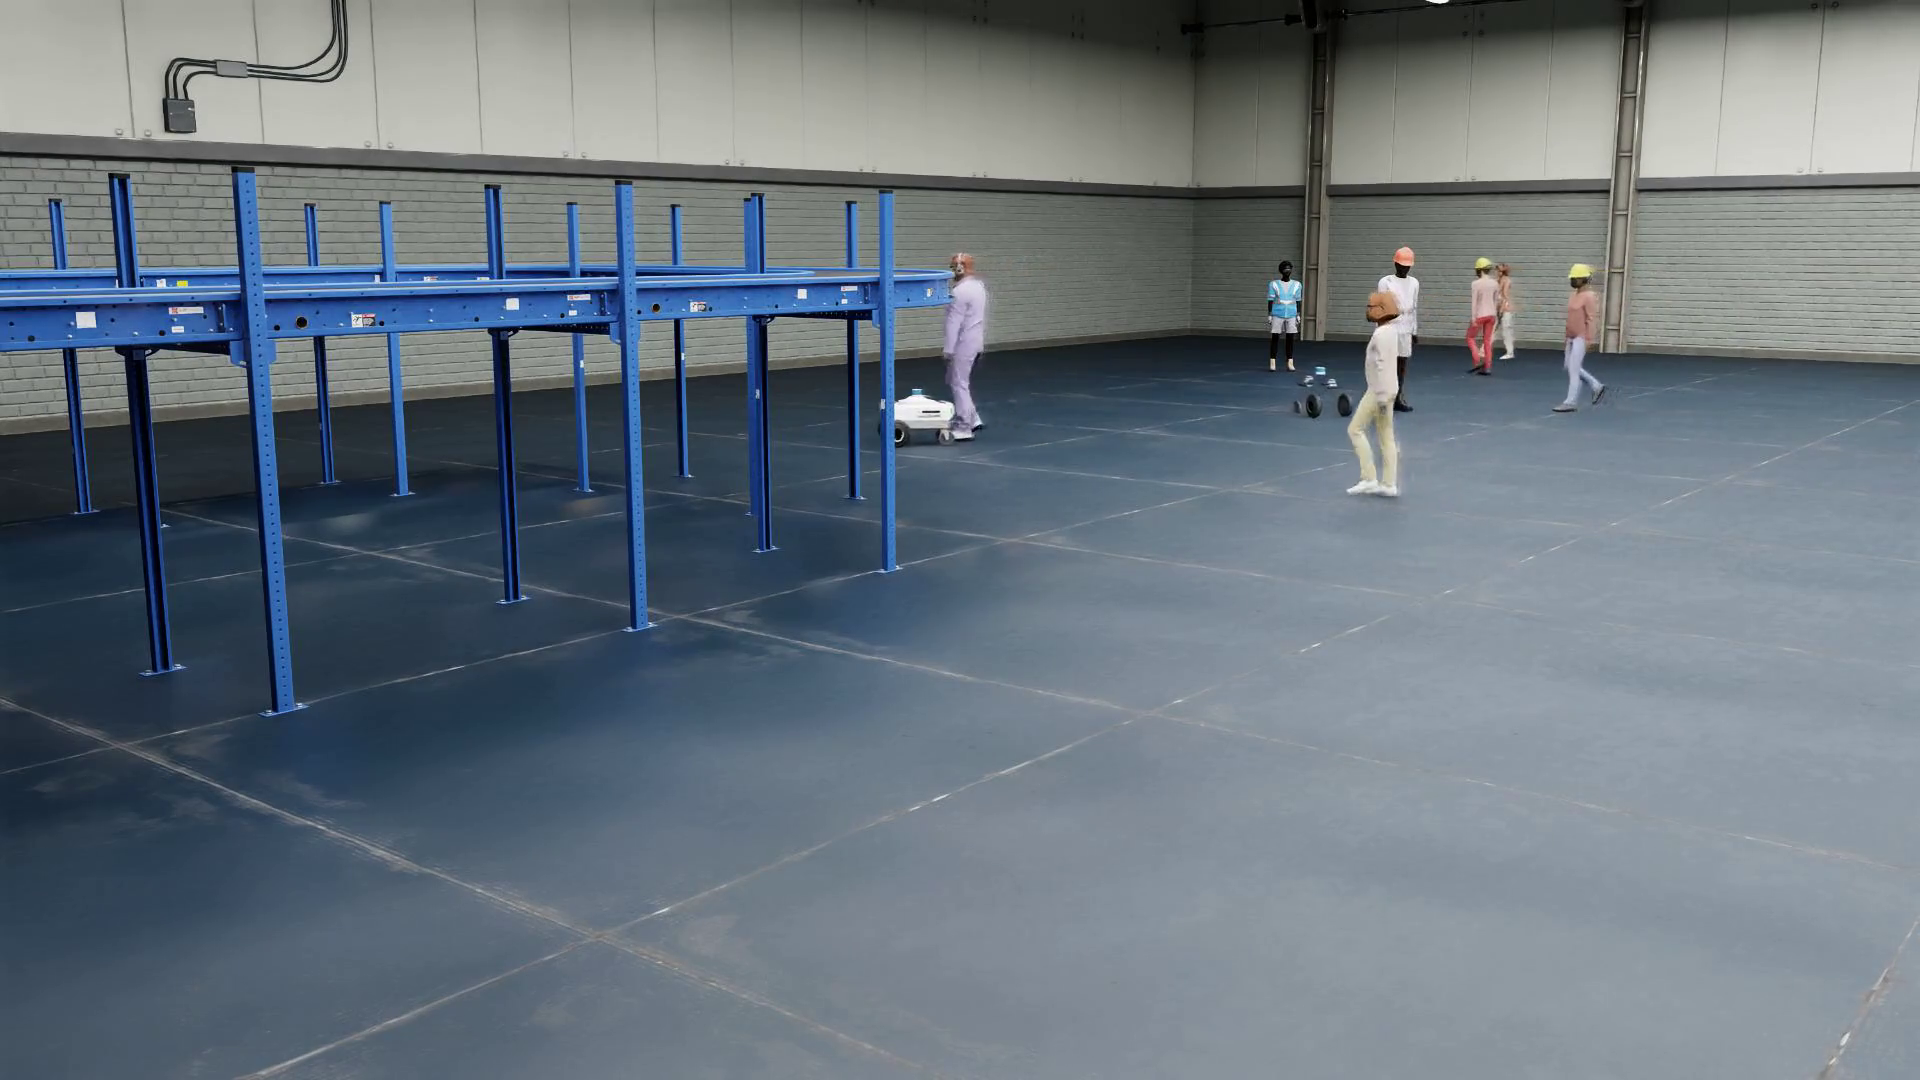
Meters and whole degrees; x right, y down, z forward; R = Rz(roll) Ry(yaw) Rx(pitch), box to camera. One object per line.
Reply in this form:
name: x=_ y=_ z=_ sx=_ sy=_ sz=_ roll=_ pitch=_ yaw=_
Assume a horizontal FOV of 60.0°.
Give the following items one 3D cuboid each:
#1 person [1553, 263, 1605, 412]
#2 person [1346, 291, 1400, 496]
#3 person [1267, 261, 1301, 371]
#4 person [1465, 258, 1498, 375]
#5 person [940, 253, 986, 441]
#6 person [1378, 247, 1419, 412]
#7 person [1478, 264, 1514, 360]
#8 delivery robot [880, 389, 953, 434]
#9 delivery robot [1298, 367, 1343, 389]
person: x=7.384 y=-2.398 z=19.711 sx=0.616 sy=1.746 sz=0.527 roll=-2 pitch=10 yaw=-8
person: x=3.274 y=-1.154 z=13.173 sx=0.499 sy=1.618 sz=0.506 roll=6 pitch=12 yaw=29
person: x=5.018 y=-3.468 z=25.755 sx=0.540 sy=1.700 sz=0.316 roll=0 pitch=10 yaw=-1
person: x=7.885 y=-3.365 z=25.070 sx=0.524 sy=1.752 sz=0.417 roll=-4 pitch=11 yaw=-20
person: x=0.005 y=-1.946 z=16.792 sx=0.448 sy=1.885 sz=0.672 roll=3 pitch=11 yaw=16
person: x=5.189 y=-2.480 z=19.655 sx=0.543 sy=1.927 sz=0.375 roll=-4 pitch=11 yaw=-19
person: x=9.097 y=-3.860 z=28.157 sx=0.705 sy=1.602 sz=0.541 roll=-1 pitch=10 yaw=-3
delivery robot: x=-0.429 y=-1.262 z=16.569 sx=0.707 sy=0.478 sz=0.477 roll=-2 pitch=10 yaw=-9
delivery robot: x=4.196 y=-1.894 z=19.348 sx=0.335 sy=0.223 sz=0.698 roll=-3 pitch=11 yaw=-18
